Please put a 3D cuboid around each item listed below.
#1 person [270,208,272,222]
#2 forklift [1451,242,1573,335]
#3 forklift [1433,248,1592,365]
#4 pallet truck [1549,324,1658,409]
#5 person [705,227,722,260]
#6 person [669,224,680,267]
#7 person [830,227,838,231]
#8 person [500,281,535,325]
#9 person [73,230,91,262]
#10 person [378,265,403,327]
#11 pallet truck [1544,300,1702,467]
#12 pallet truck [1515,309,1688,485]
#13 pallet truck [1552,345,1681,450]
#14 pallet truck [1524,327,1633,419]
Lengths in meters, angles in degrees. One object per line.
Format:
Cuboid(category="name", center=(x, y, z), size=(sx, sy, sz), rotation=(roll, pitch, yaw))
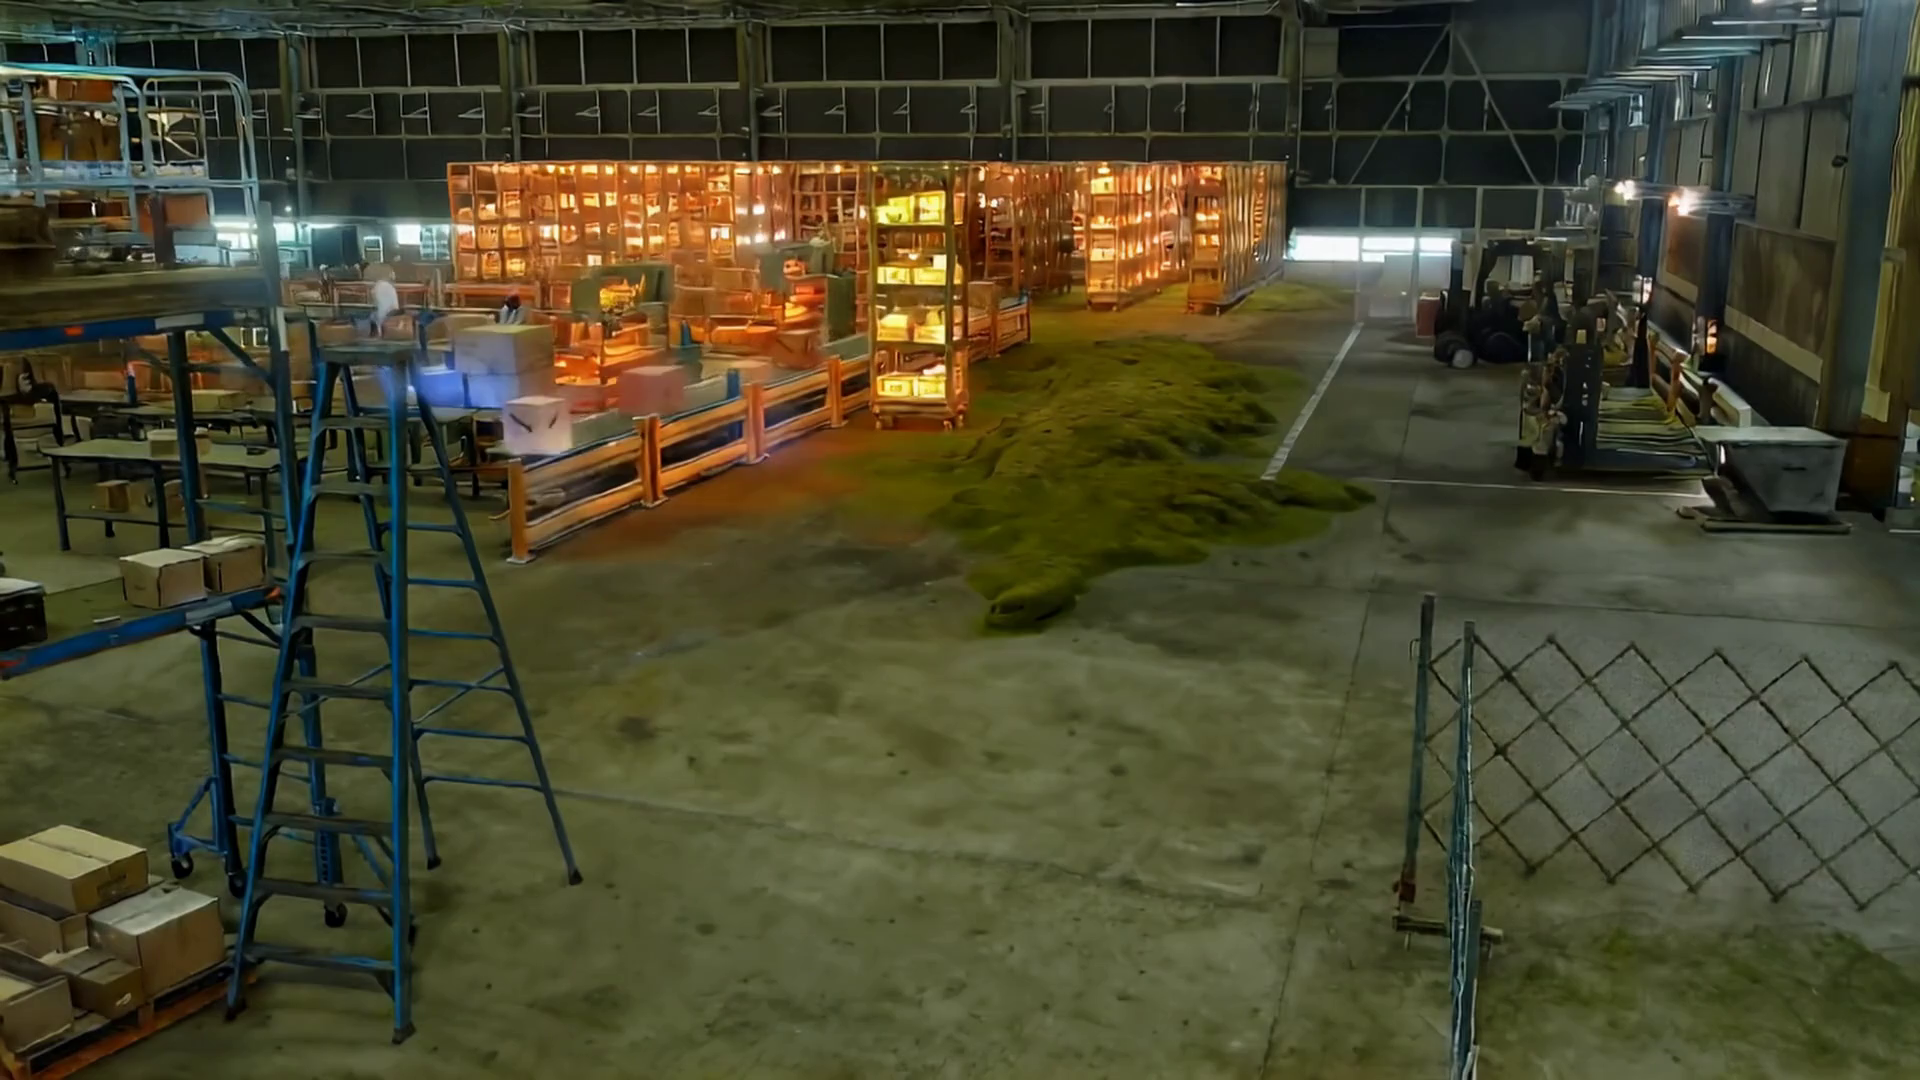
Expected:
Cuboid(category="person", center=(-26.309, -11.785, 63.218), size=(0.404, 1.943, 0.612), rotation=(-1, 13, -5))
Cuboid(category="forklift", center=(10.464, -4.597, 31.405), size=(2.680, 1.987, 1.157), rotation=(4, 14, 16))
Cuboid(category="forklift", center=(9.780, -4.111, 29.280), size=(2.680, 1.987, 1.157), rotation=(3, 13, 14))
Cuboid(category="pallet truck", center=(9.824, -2.669, 25.407), size=(1.601, 1.201, 0.680), rotation=(4, 14, 16))
Cuboid(category="person", center=(-7.373, -8.752, 50.008), size=(0.623, 1.993, 0.385), rotation=(0, 13, 1))
Cuboid(category="person", center=(-9.053, -9.157, 52.132), size=(0.521, 1.818, 0.615), rotation=(6, 14, 23))
Cuboid(category="person", center=(-4.129, -10.076, 56.100), size=(0.582, 1.826, 0.440), rotation=(3, 13, 13))
Cuboid(category="person", center=(-6.268, -2.635, 23.503), size=(0.605, 2.034, 0.392), rotation=(9, 16, 33))
Cuboid(category="person", center=(-24.107, -7.674, 45.887), size=(0.792, 1.733, 0.554), rotation=(6, 14, 23))
Cuboid(category="person", center=(-9.935, -3.911, 29.381), size=(0.729, 1.864, 0.689), rotation=(-5, 14, -19))
Cuboid(category="pallet truck", center=(8.263, -1.952, 20.631), size=(1.885, 1.965, 0.823), rotation=(5, 14, 20))
Cuboid(category="pallet truck", center=(7.554, -1.677, 19.446), size=(1.885, 1.965, 0.823), rotation=(3, 13, 14))
Cuboid(category="pallet truck", center=(8.641, -1.896, 21.908), size=(1.630, 1.274, 0.653), rotation=(4, 14, 16))
Cuboid(category="pallet truck", center=(9.065, -2.460, 24.370), size=(1.522, 1.261, 0.704), rotation=(3, 13, 14))
